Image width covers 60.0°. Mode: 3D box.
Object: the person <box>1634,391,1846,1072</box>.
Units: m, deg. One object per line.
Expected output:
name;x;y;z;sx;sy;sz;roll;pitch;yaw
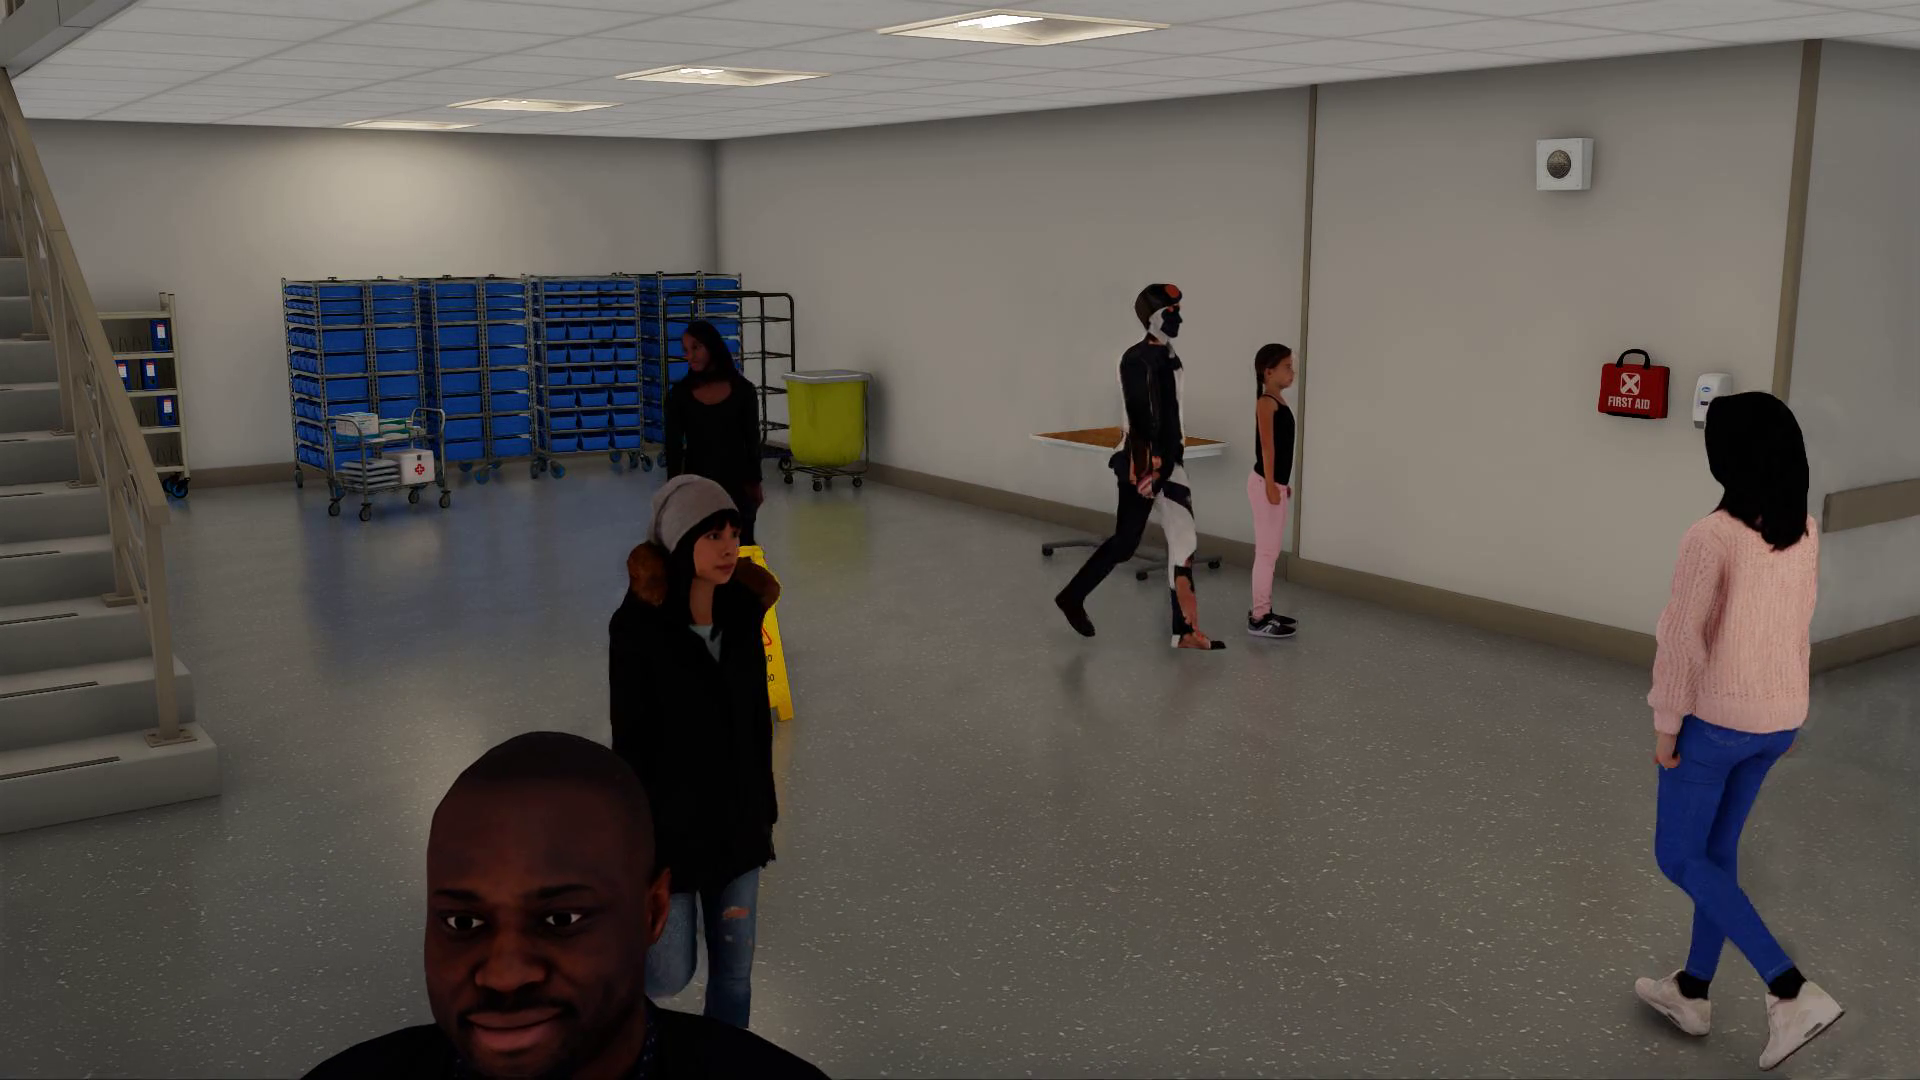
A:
person;2.038;0.515;4.258;0.797;1.753;1.027;-4;11;-19

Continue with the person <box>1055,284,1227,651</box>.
person;0.889;-0.343;8.505;1.265;1.855;0.914;8;13;37

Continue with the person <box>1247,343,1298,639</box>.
person;1.666;-0.277;8.933;0.667;1.565;0.620;3;11;18

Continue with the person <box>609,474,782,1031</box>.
person;-0.672;0.651;3.893;0.696;1.622;0.870;-10;15;-42

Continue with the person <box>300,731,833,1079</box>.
person;-0.312;1.031;1.362;0.786;1.817;0.775;-1;11;-7

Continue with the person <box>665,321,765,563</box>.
person;-1.202;-0.237;8.395;0.755;1.688;0.759;-4;12;-21
